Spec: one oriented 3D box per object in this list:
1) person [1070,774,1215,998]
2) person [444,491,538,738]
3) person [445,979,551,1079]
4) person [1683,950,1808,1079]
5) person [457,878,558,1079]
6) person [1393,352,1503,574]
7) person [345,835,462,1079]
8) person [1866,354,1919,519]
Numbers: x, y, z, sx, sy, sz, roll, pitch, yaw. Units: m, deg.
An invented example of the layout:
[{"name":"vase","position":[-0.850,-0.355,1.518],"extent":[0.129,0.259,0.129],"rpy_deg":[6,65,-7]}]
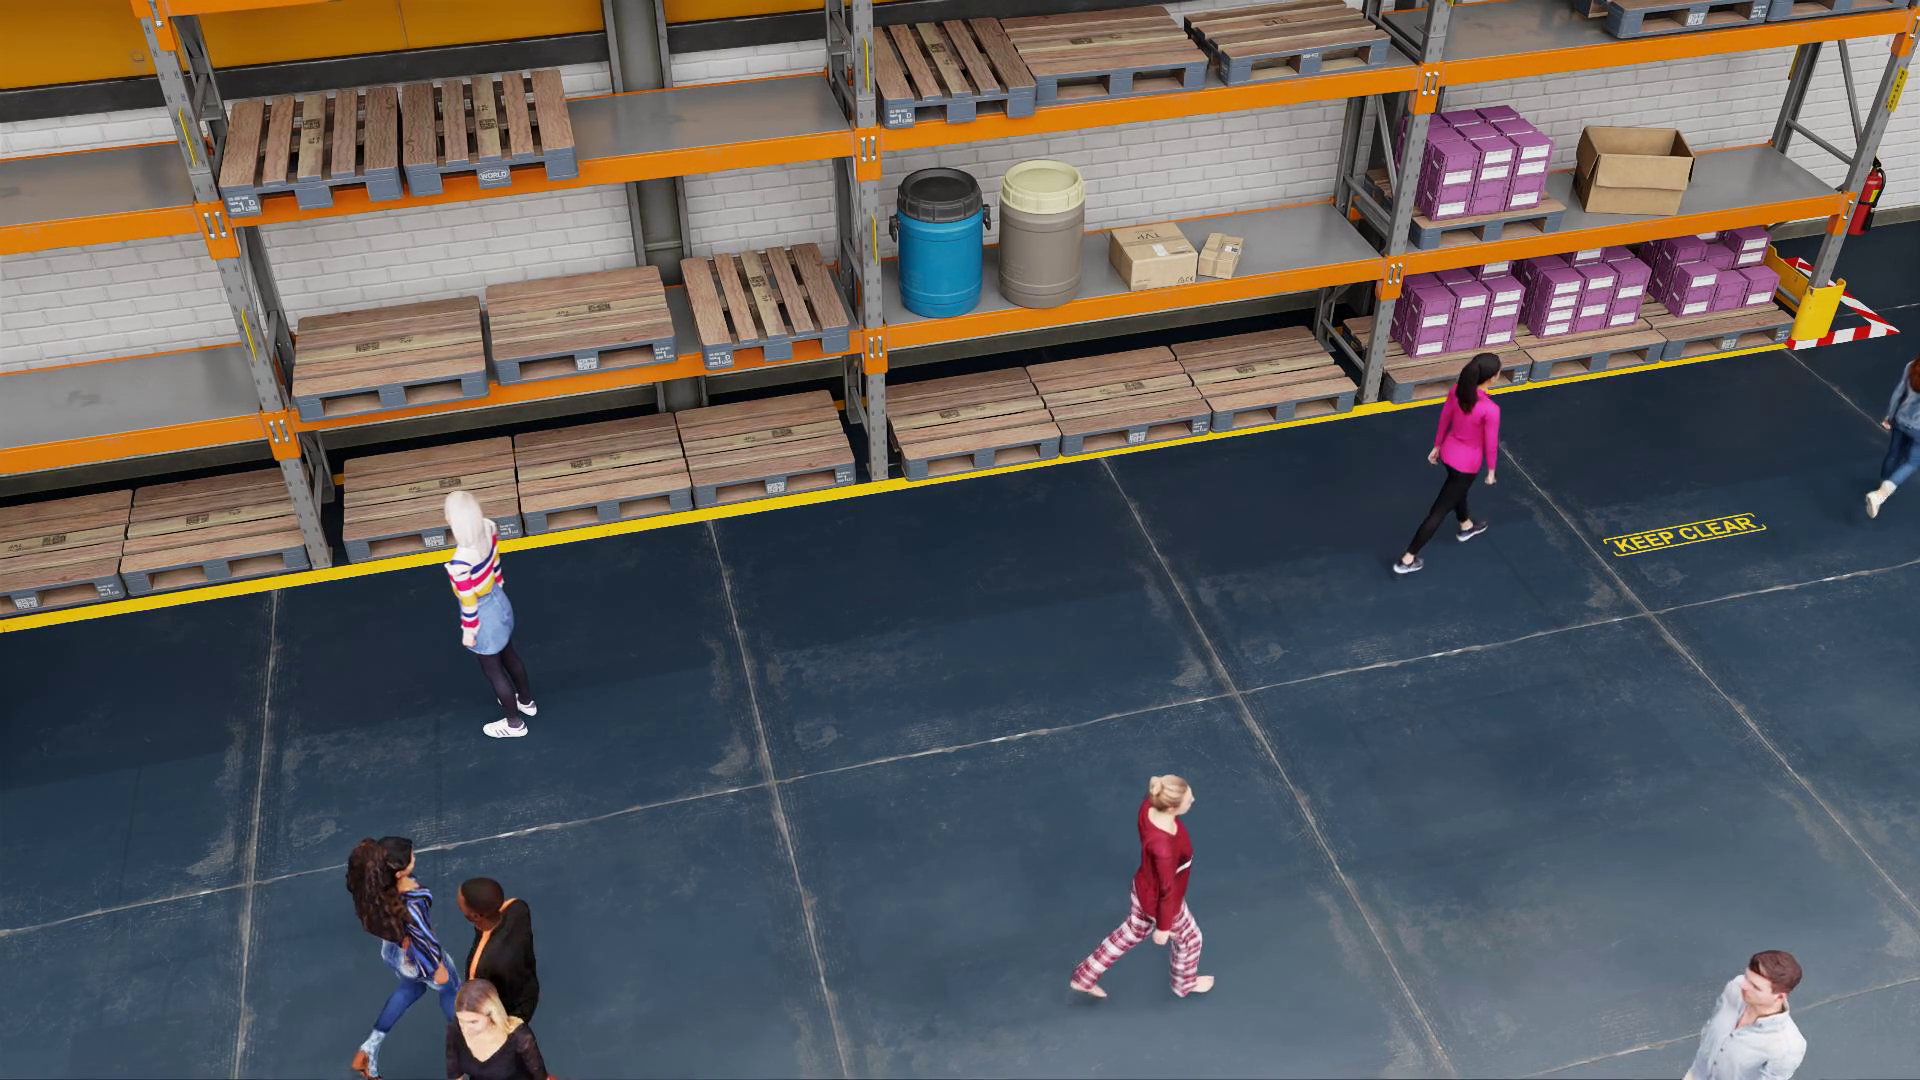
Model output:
[{"name":"person","position":[0.923,1.773,8.326],"extent":[1.027,1.660,0.691],"rpy_deg":[-6,39,-8]},{"name":"person","position":[-2.807,0.441,9.876],"extent":[0.667,1.808,0.717],"rpy_deg":[6,39,8]},{"name":"person","position":[-1.991,2.466,7.490],"extent":[1.090,1.621,0.992],"rpy_deg":[9,40,12]},{"name":"person","position":[3.474,2.454,7.342],"extent":[1.019,1.824,0.639],"rpy_deg":[-9,39,-11]},{"name":"person","position":[-2.015,2.201,7.694],"extent":[1.187,1.781,0.983],"rpy_deg":[8,39,9]},{"name":"person","position":[3.282,-0.468,11.151],"extent":[1.191,1.648,0.773],"rpy_deg":[-19,42,-22]},{"name":"person","position":[-2.705,2.042,8.030],"extent":[0.911,1.608,1.038],"rpy_deg":[30,48,32]},{"name":"person","position":[6.683,-0.787,11.691],"extent":[0.918,1.461,0.744],"rpy_deg":[-26,45,-29]}]
